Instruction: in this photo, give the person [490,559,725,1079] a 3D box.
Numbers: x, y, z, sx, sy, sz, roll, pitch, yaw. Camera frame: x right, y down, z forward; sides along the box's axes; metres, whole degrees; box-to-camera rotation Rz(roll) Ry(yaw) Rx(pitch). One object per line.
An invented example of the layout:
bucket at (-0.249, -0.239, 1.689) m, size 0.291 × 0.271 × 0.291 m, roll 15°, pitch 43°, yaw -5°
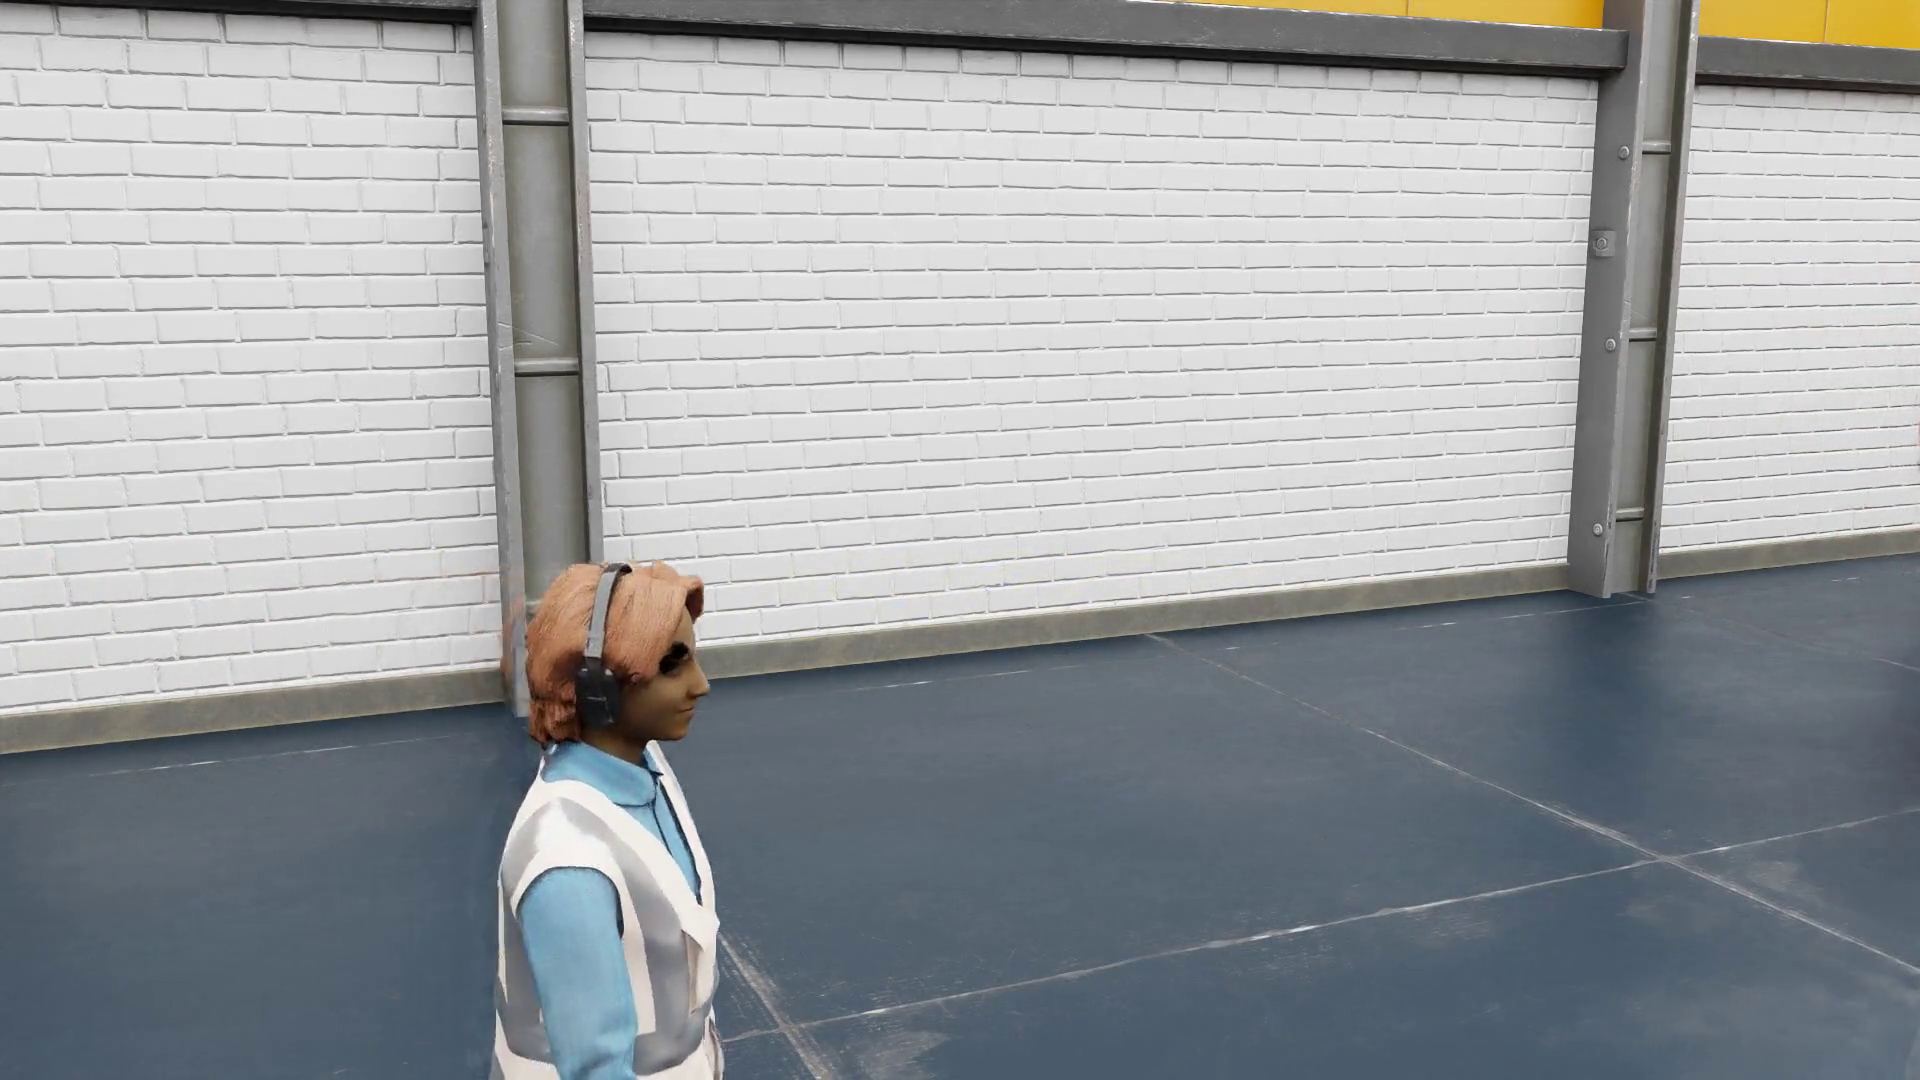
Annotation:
person at (-0.406, 0.825, 2.200) m, size 0.438 × 1.622 × 0.538 m, roll 0°, pitch 10°, yaw 0°
